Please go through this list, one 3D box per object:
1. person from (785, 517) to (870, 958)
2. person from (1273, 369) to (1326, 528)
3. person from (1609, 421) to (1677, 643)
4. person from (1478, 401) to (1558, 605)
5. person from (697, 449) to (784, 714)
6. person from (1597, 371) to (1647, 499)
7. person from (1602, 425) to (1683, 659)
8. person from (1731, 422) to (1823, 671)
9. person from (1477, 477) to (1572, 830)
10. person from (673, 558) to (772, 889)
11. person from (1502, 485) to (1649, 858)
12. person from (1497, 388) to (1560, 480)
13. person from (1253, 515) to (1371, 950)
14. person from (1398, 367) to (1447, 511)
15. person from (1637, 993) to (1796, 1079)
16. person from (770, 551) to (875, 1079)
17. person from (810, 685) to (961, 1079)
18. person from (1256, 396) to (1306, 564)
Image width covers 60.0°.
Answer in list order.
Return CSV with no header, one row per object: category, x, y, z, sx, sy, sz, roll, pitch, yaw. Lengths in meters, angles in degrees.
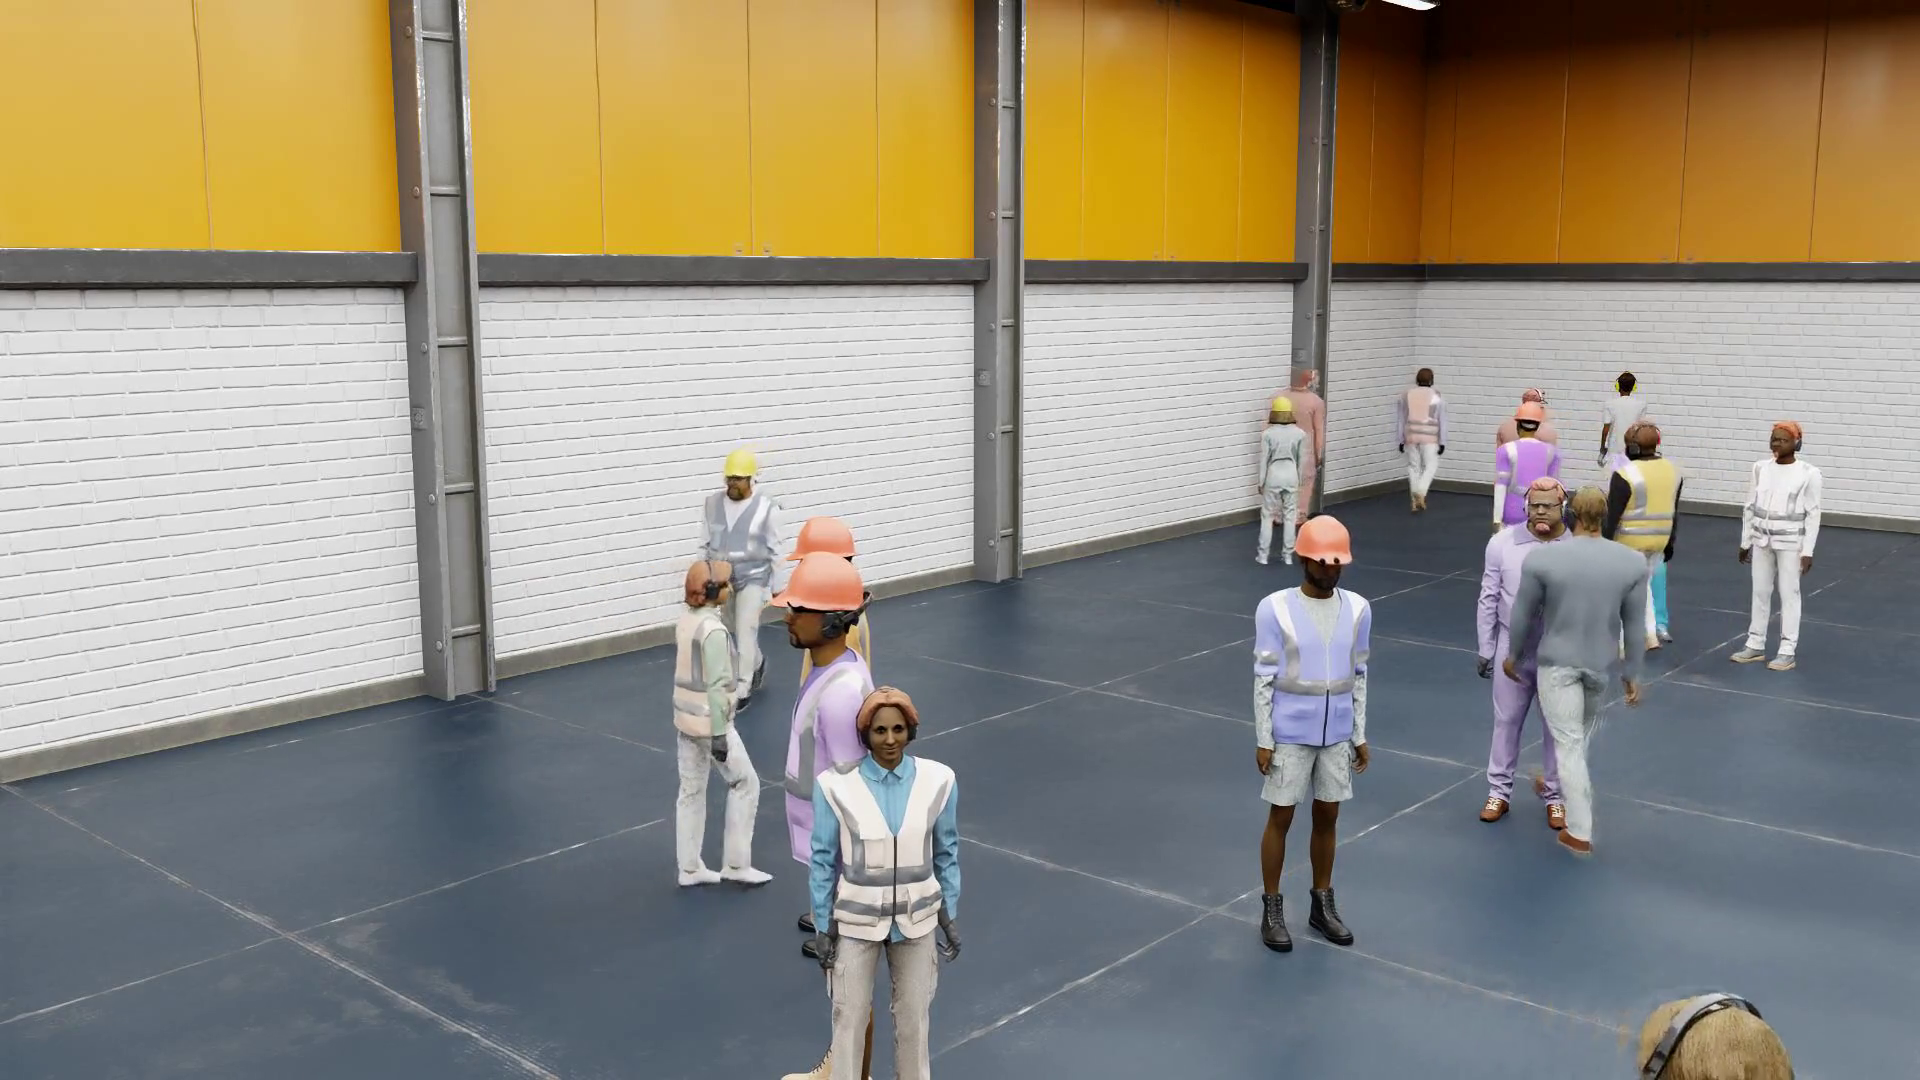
person,-0.572,0.858,7.291,0.364,1.935,0.553,-1,9,-6
person,3.972,-1.069,19.618,0.781,1.871,0.433,8,12,42
person,5.649,-0.110,13.837,0.578,1.797,0.945,0,9,-3
person,4.773,-0.237,14.284,0.561,1.900,0.850,-1,9,-4
person,-1.498,0.245,11.590,0.593,1.802,0.850,3,10,21
person,7.675,-1.019,19.291,0.532,1.871,0.319,1,9,7
person,5.208,0.032,12.812,0.650,1.828,0.455,-4,10,-22
person,6.197,0.042,12.614,0.351,1.879,0.597,-5,11,-30
person,3.114,0.608,8.964,0.651,1.906,0.403,4,10,22
person,-1.137,0.888,8.057,0.560,1.620,0.540,-5,10,-28
person,3.213,0.643,8.808,0.635,1.890,0.973,0,9,-3
person,5.442,-0.496,15.892,0.404,1.906,0.652,-6,11,-34
person,1.565,0.847,7.363,0.542,1.938,0.358,-2,9,-13
person,5.768,-1.243,20.831,0.632,1.830,0.609,6,11,35
person,1.079,1.606,2.629,0.649,1.926,0.505,-4,10,-24
person,-0.458,1.050,5.745,0.367,2.048,0.609,-1,9,-8
person,-0.246,1.286,5.535,0.513,1.641,0.309,-3,9,-16
person,3.298,-0.609,17.138,0.492,1.743,0.335,-1,9,-3
